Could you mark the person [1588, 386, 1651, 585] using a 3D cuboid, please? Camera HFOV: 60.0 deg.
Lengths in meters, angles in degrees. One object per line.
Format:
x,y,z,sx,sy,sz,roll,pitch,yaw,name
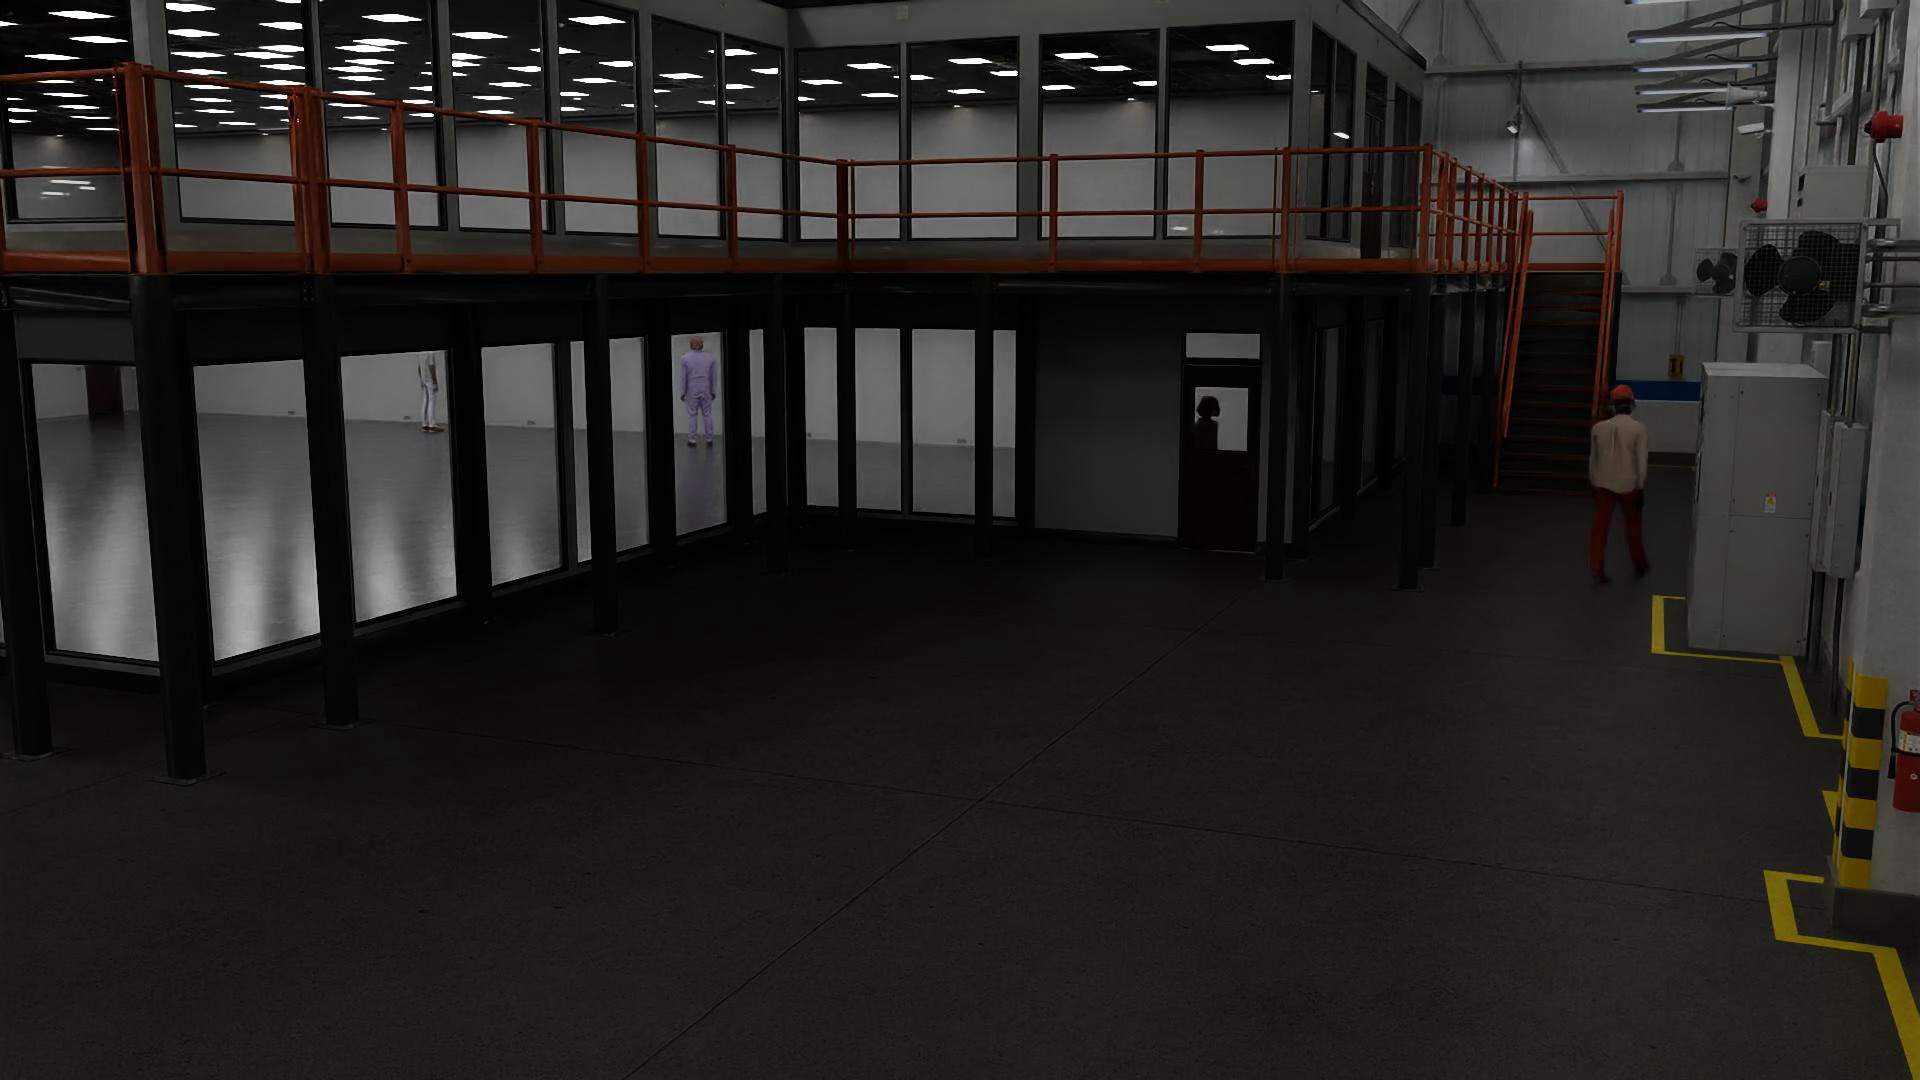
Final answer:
6.466,-0.538,16.299,1.054,1.927,0.639,-9,13,-43,person
